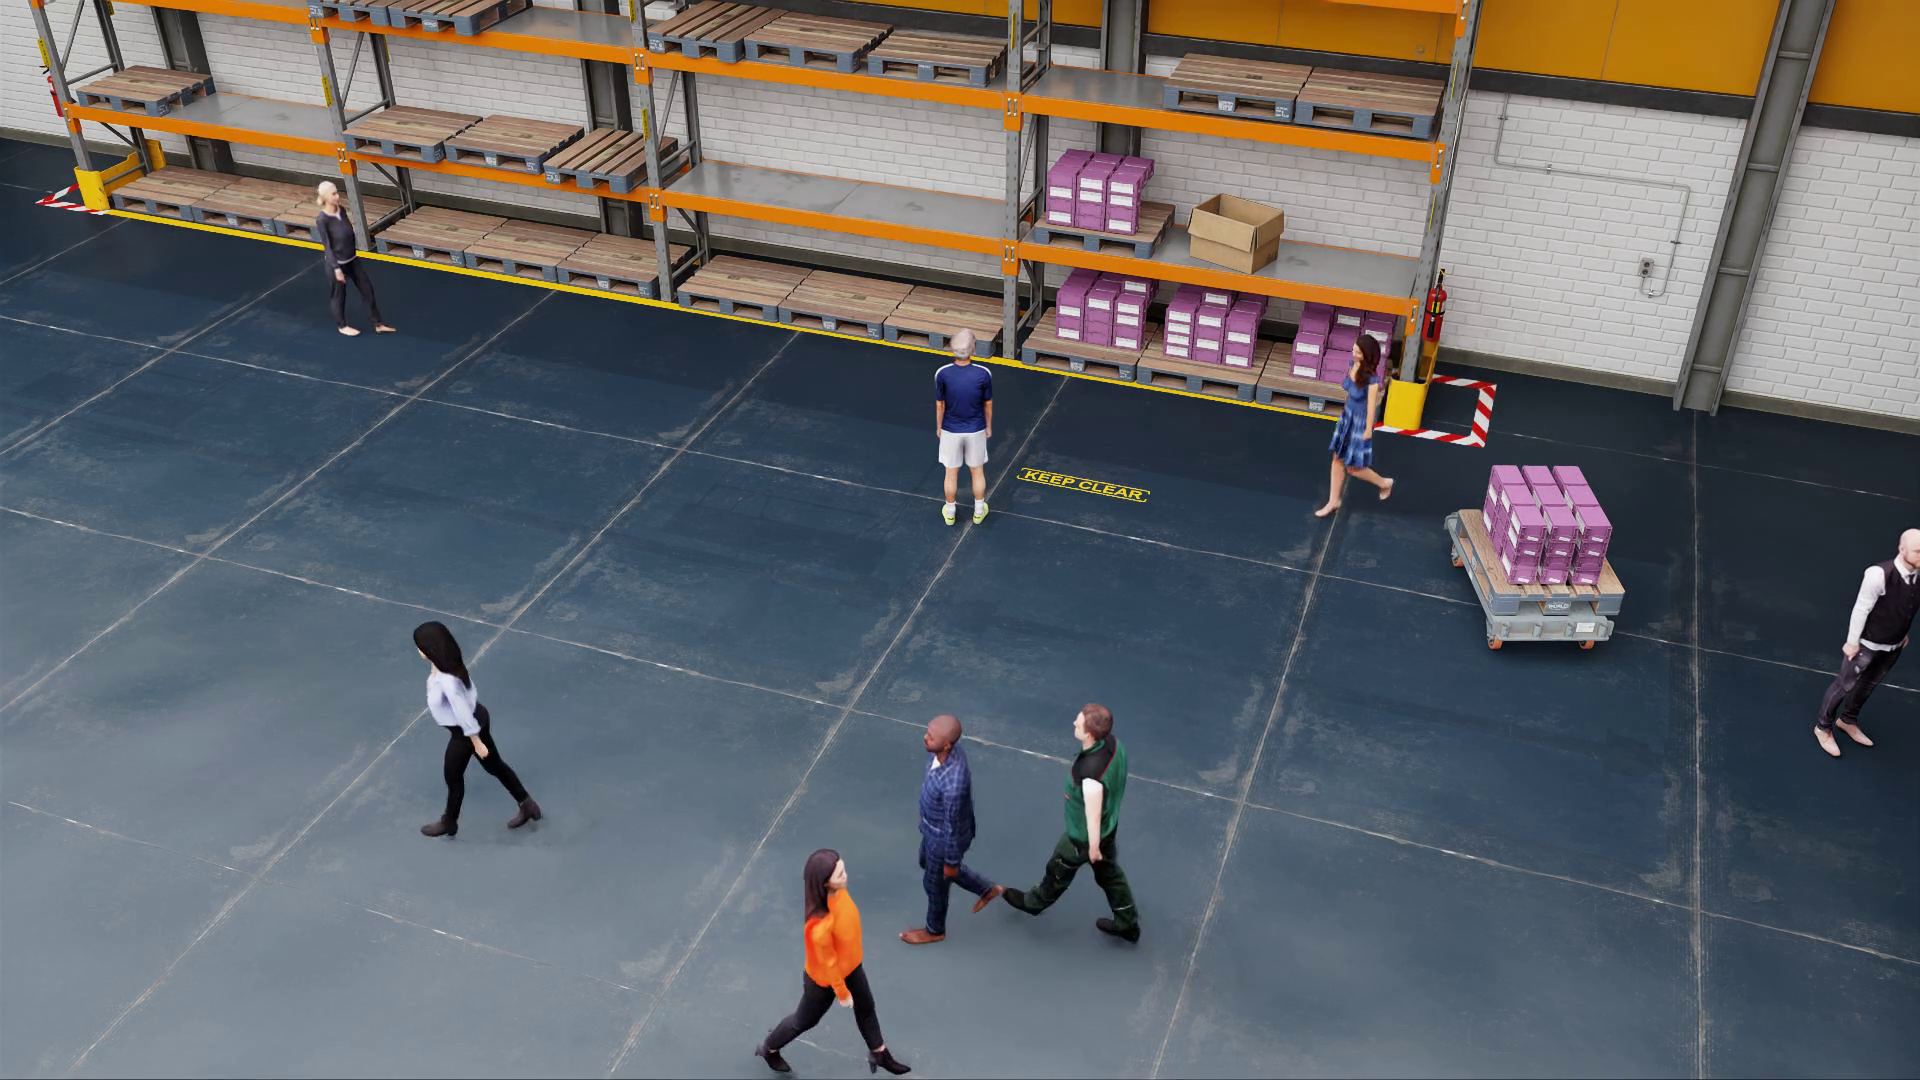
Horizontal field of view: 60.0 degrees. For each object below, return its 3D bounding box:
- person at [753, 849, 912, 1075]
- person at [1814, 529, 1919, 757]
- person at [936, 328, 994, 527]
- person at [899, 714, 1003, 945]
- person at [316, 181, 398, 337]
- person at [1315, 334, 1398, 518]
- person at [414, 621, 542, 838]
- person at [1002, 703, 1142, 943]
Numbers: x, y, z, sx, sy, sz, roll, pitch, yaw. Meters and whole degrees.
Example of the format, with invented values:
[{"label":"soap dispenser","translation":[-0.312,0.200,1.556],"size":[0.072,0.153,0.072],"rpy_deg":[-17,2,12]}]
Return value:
[{"label":"person","translation":[-0.816,2.414,9.265],"size":[1.174,1.706,0.729],"rpy_deg":[6,34,9]},{"label":"person","translation":[6.476,0.700,11.738],"size":[0.749,1.823,0.839],"rpy_deg":[-11,35,-15]},{"label":"person","translation":[0.032,-0.961,14.222],"size":[0.627,1.839,0.771],"rpy_deg":[-1,34,-2]},{"label":"person","translation":[-0.021,1.756,10.165],"size":[1.034,1.806,0.907],"rpy_deg":[-5,34,-8]},{"label":"person","translation":[-6.496,-2.917,17.286],"size":[0.869,1.705,0.656],"rpy_deg":[13,36,18]},{"label":"person","translation":[3.458,-0.946,14.245],"size":[1.035,1.789,0.908],"rpy_deg":[-7,34,-10]},{"label":"person","translation":[-3.150,1.281,10.985],"size":[1.150,1.689,1.027],"rpy_deg":[-12,36,-18]},{"label":"person","translation":[0.869,1.772,10.156],"size":[1.137,1.789,0.698],"rpy_deg":[14,36,19]}]
